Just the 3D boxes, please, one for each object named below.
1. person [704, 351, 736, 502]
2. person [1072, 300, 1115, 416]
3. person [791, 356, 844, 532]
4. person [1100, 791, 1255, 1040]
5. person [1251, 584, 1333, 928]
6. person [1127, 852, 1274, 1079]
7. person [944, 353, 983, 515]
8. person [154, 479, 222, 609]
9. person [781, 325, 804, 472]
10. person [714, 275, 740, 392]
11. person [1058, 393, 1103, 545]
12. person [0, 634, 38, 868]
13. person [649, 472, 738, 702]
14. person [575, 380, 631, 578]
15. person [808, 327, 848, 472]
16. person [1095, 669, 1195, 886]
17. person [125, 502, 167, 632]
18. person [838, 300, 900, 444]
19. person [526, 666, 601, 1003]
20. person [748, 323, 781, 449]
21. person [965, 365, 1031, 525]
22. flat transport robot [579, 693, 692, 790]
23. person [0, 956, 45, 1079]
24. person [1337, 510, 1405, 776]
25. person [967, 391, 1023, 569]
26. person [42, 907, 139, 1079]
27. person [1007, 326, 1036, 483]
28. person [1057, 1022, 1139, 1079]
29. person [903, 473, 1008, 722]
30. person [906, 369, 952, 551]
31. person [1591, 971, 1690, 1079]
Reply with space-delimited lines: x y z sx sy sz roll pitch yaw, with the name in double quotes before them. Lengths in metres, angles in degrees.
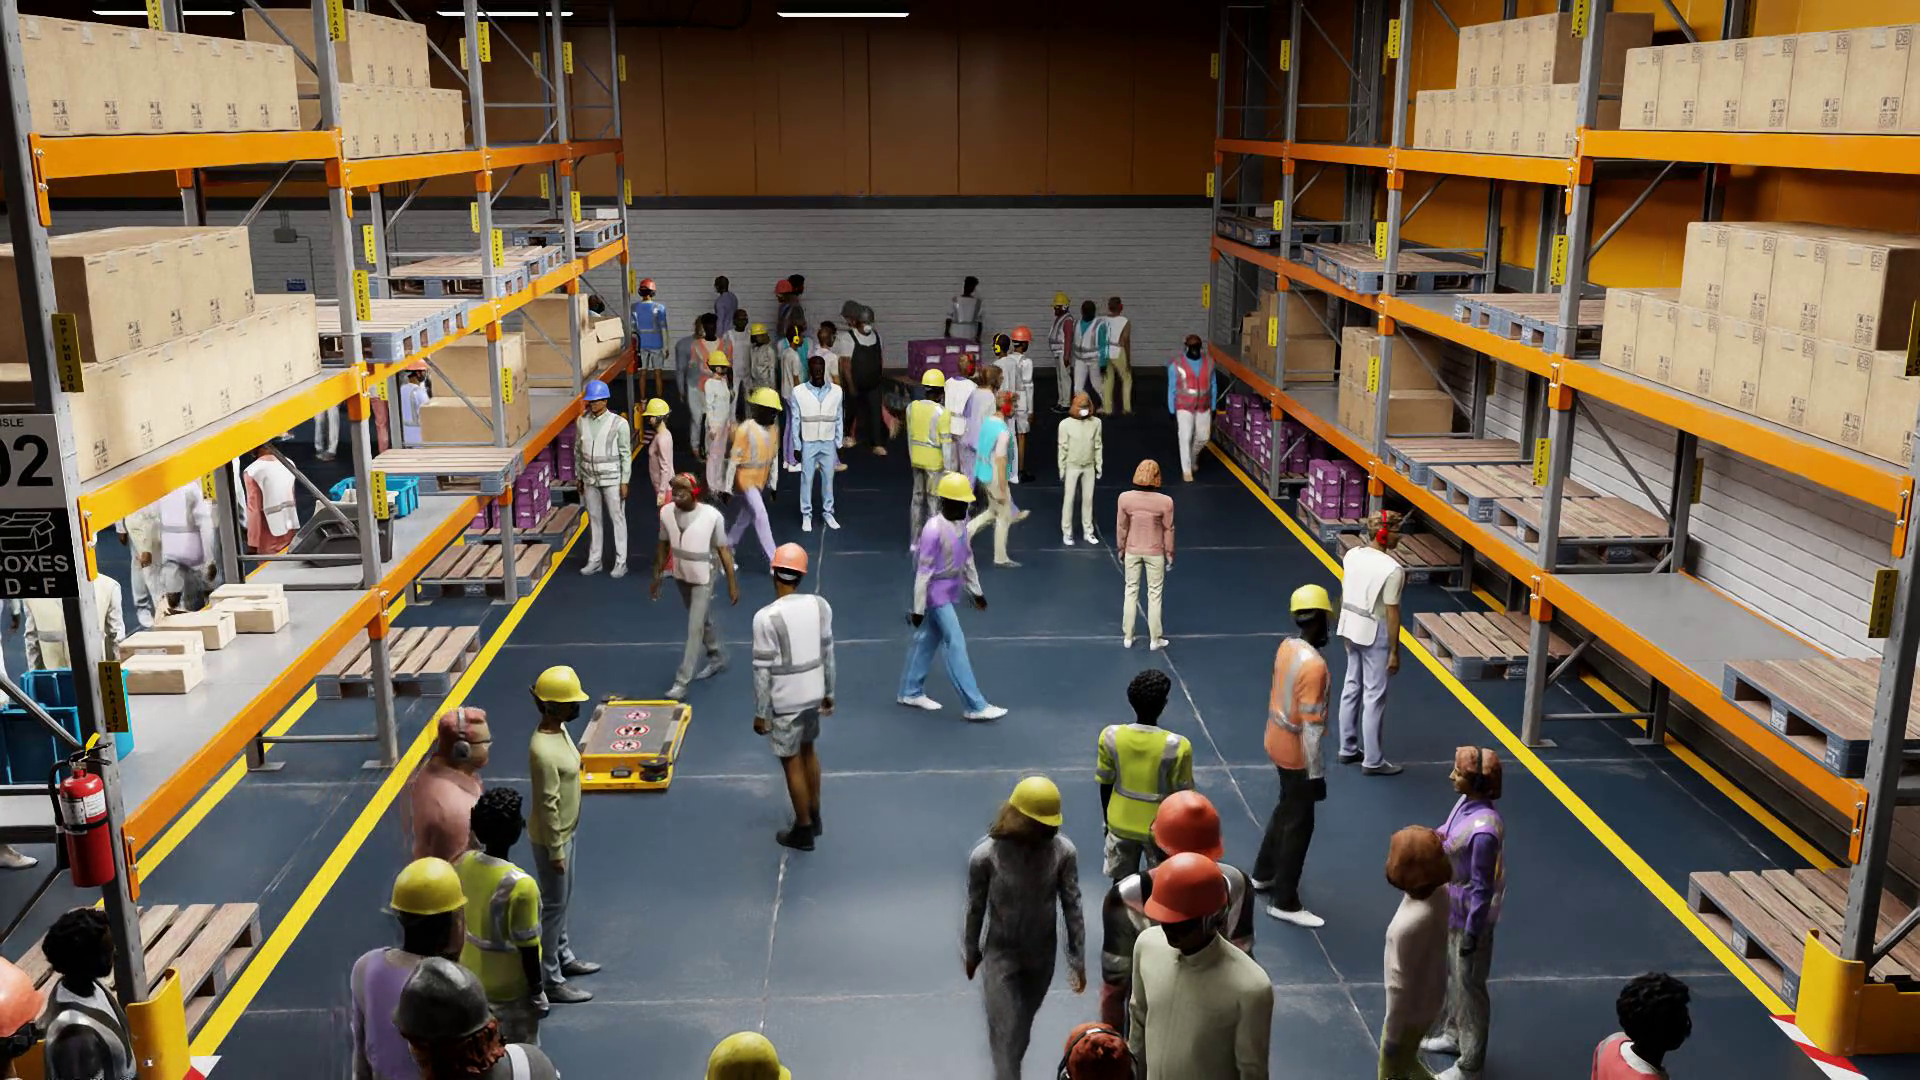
"person" -2.824 -1.340 19.525 0.315 1.769 0.524 3 15 13
"person" 1.977 -2.713 24.887 0.655 1.793 0.897 10 18 35
"person" -1.548 -1.060 18.125 0.591 1.919 0.392 -6 15 -21
"person" 0.834 1.894 6.319 0.612 2.030 0.410 -4 15 -14
"person" 1.902 1.201 9.329 0.382 1.884 0.669 0 14 0
"person" 0.811 2.025 5.885 0.408 1.986 0.617 -13 19 -42
"person" 0.017 -1.191 18.815 0.391 1.836 0.561 -12 18 -38
"person" -6.352 0.119 13.644 0.585 1.882 1.003 3 15 12
"person" -2.107 -1.795 21.130 0.327 1.863 0.510 -6 16 -23
"person" -3.794 -3.313 26.957 0.369 1.933 0.627 4 15 17
"person" 1.263 -0.748 17.489 0.504 1.625 0.290 -5 15 -18
"person" -5.729 1.097 9.682 0.402 1.906 0.652 1 14 5
"person" -2.093 0.333 12.930 0.657 1.777 0.997 8 16 29
"person" -3.491 -0.598 16.254 0.601 1.948 0.386 5 15 19
"person" -1.691 -1.787 21.122 0.504 1.847 0.345 11 18 38
"person" 0.958 1.488 8.572 0.529 1.692 0.321 7 16 26
"person" -6.975 0.010 14.251 0.342 1.748 0.572 -6 15 -21
"person" -1.303 -2.300 22.748 0.825 2.000 0.691 6 16 23
"person" -2.023 1.486 8.457 0.337 1.761 0.525 -1 14 -6
"person" -2.681 -2.069 22.458 0.487 1.735 0.336 13 19 41
"person" 0.361 -1.019 18.199 0.939 1.800 0.525 -9 17 -31
"flat transport robot" -2.305 1.404 11.737 0.652 0.197 1.431 -1 14 -2
"person" -2.818 2.213 5.027 0.605 2.045 0.377 -1 14 -6
"person" 2.796 0.698 11.377 0.395 1.841 0.564 -6 16 -23
"person" 0.282 -0.577 16.436 0.644 1.817 0.617 -4 15 -15
"person" -3.148 2.131 6.059 0.319 1.689 0.542 -7 16 -25
"person" 0.726 -1.667 20.490 0.385 1.931 0.545 -12 19 -40
"person" 0.408 2.317 4.949 0.576 1.880 0.360 0 14 0
"person" -0.033 0.422 12.375 0.978 1.877 0.592 5 15 18
"person" -0.303 -0.806 17.136 0.583 1.918 0.407 12 18 39
"person" 2.270 2.242 5.600 0.318 1.699 0.535 0 14 -1
